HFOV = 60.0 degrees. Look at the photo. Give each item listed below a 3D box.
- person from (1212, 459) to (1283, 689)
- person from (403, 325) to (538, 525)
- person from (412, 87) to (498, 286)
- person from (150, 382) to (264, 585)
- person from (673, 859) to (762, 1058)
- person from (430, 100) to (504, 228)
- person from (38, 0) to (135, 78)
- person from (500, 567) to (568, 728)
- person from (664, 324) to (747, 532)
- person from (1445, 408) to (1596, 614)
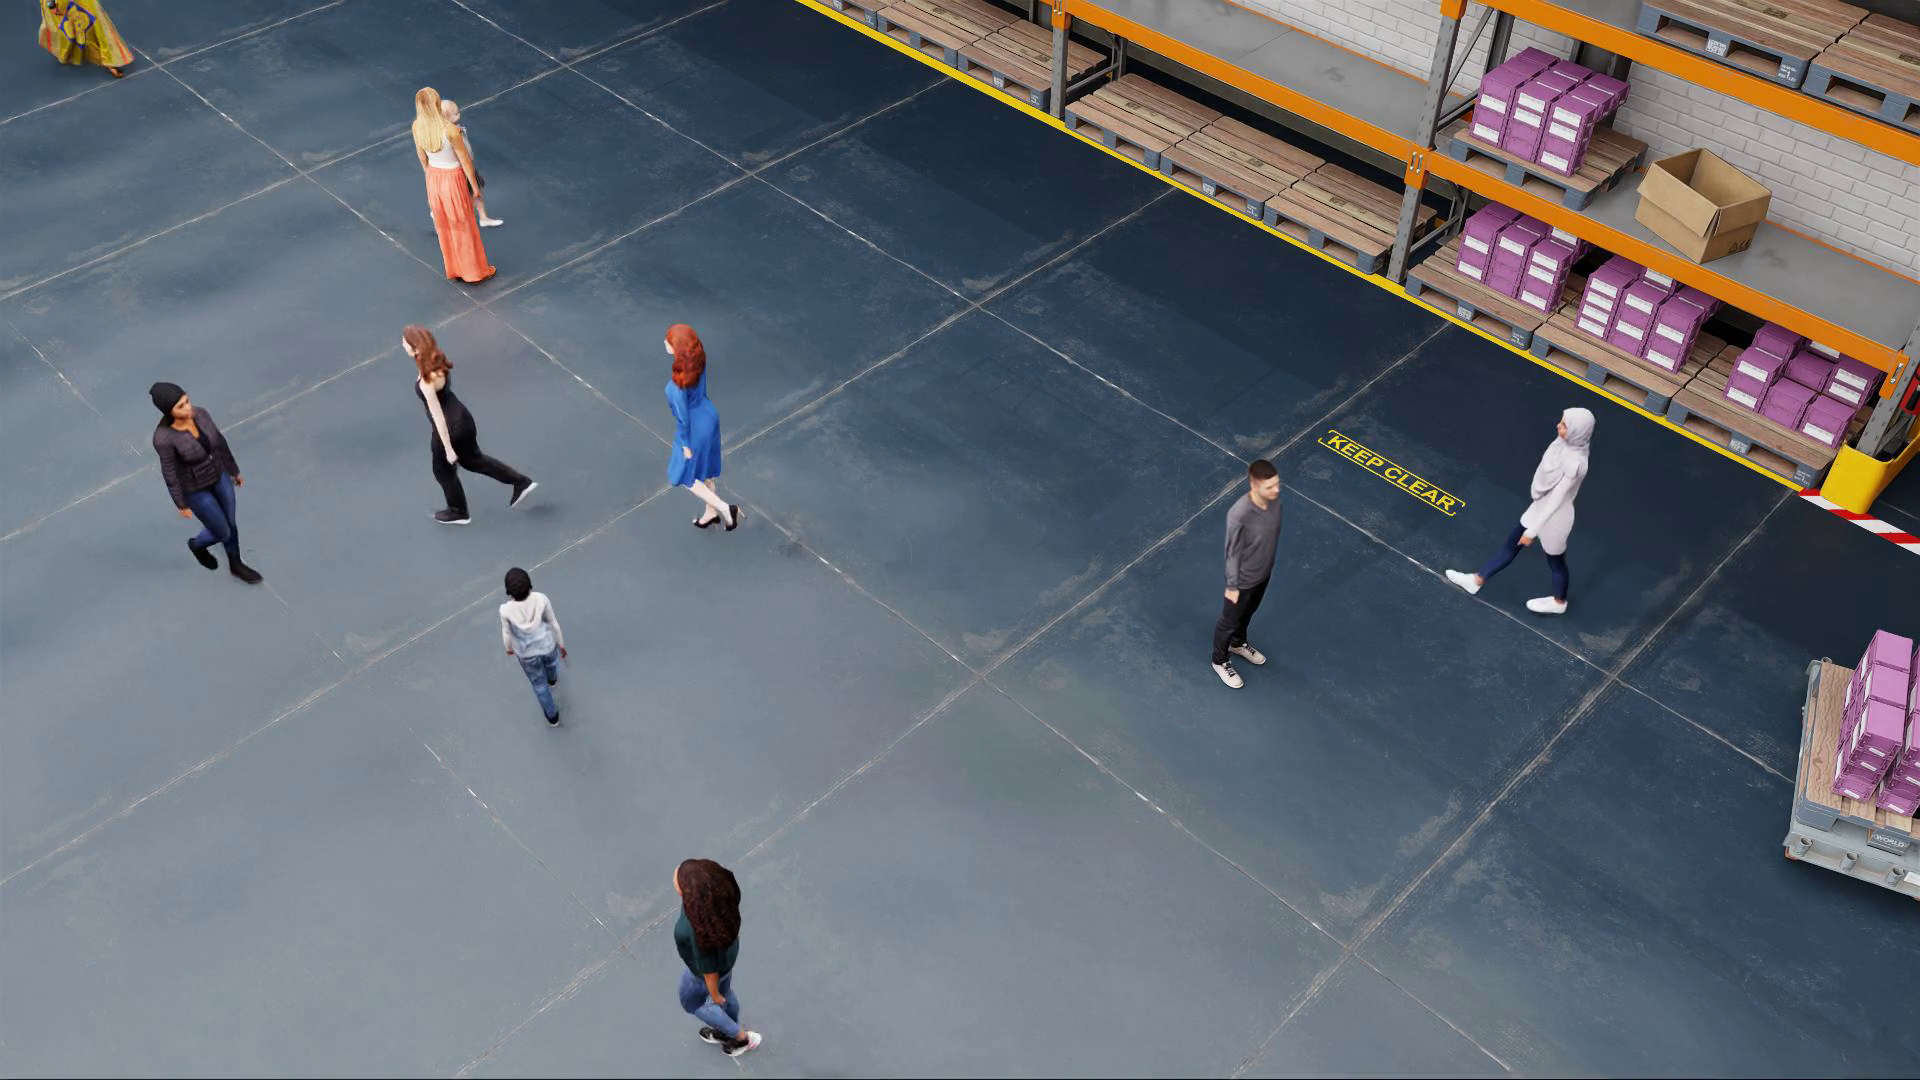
[{"bbox_3d":[1.843,0.185,10.646,0.544,1.761,0.620,32,52,29],"label":"person"},{"bbox_3d":[-3.482,-0.790,11.701,1.056,1.719,1.030,-6,44,-6],"label":"person"},{"bbox_3d":[-4.278,-2.950,13.908,0.654,1.802,0.774,14,45,14],"label":"person"},{"bbox_3d":[-5.172,-0.375,11.251,0.874,1.737,0.790,15,46,15],"label":"person"},{"bbox_3d":[-1.219,2.198,8.649,0.775,1.600,0.721,10,44,10],"label":"person"},{"bbox_3d":[-4.451,-3.263,14.631,0.881,1.257,0.813,0,44,0],"label":"person"},{"bbox_3d":[-8.995,-5.432,16.647,1.192,1.616,0.809,30,51,27],"label":"person"},{"bbox_3d":[-2.665,0.703,10.479,0.641,1.242,0.817,-19,47,-19],"label":"person"},{"bbox_3d":[-1.752,-0.720,11.554,0.886,1.820,0.784,13,45,13],"label":"person"},{"bbox_3d":[4.000,-0.131,11.000,1.175,1.731,1.023,7,44,8],"label":"person"}]
